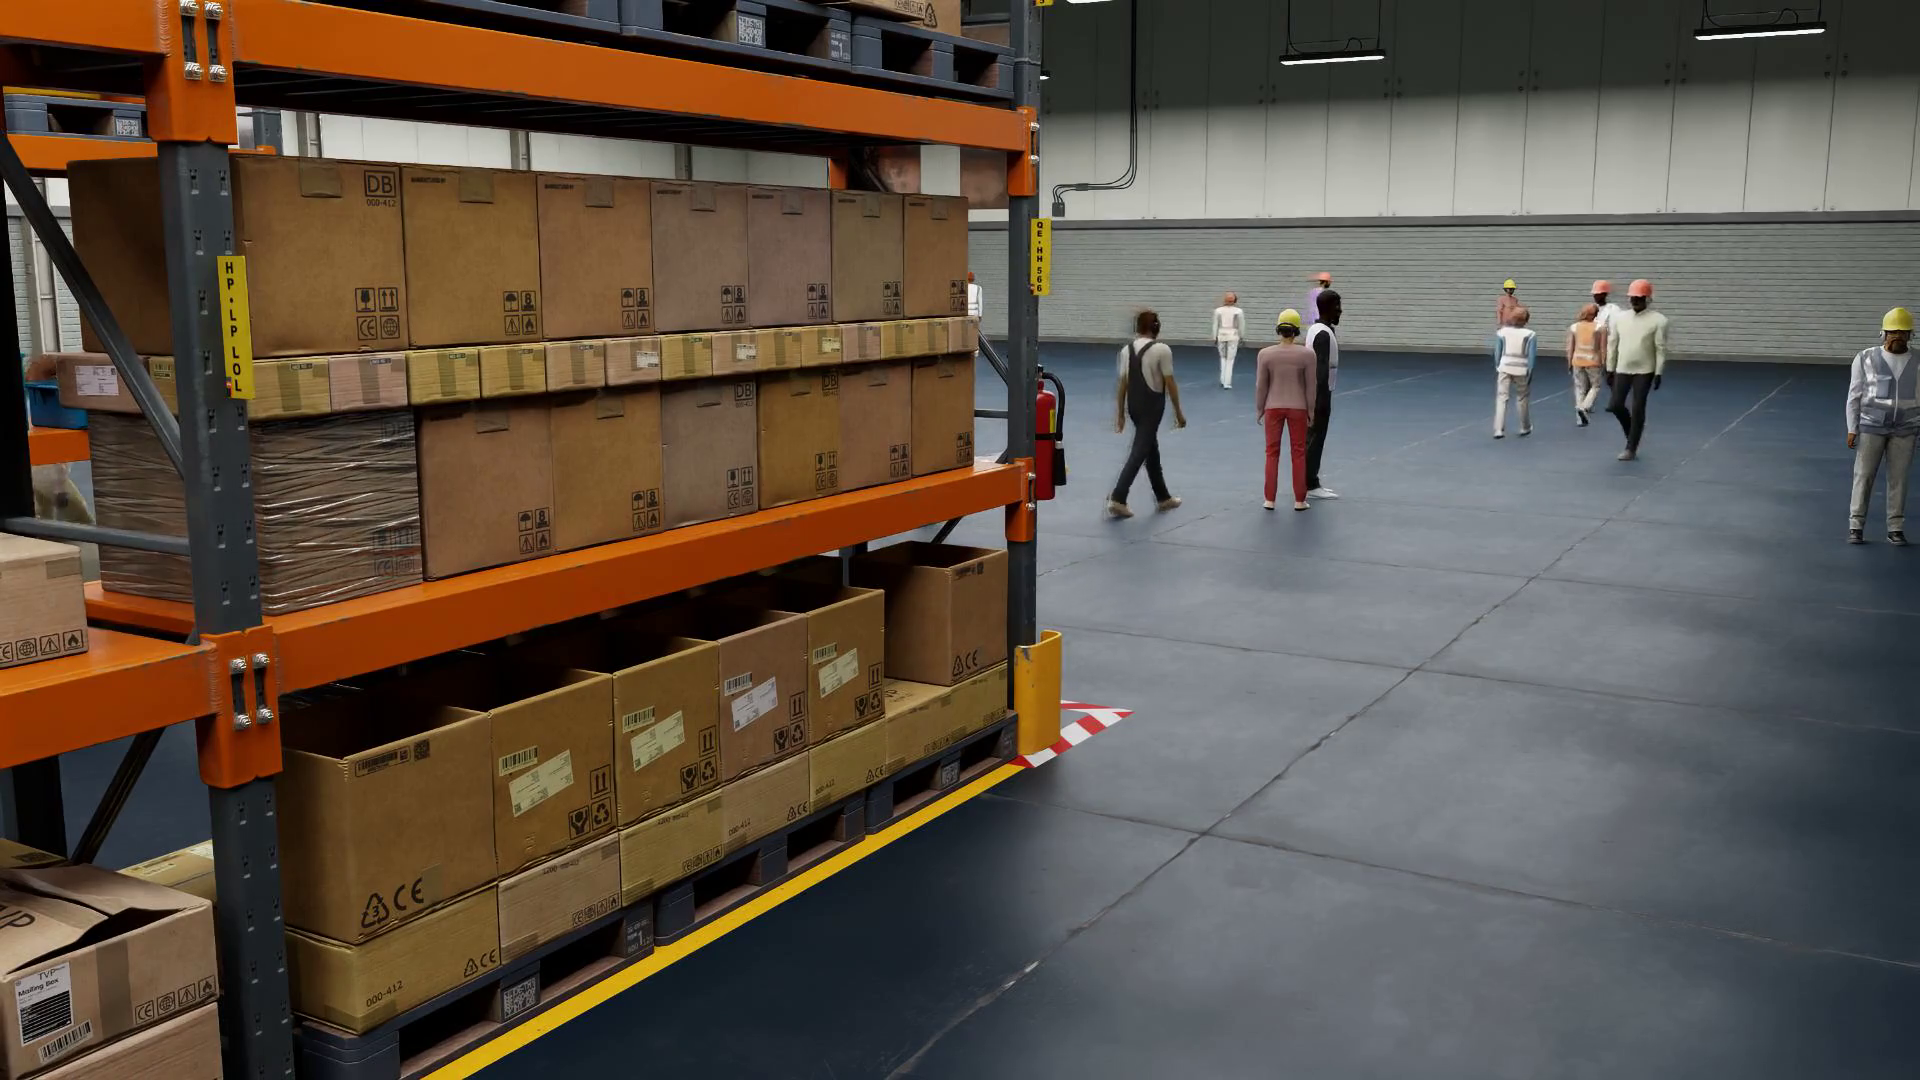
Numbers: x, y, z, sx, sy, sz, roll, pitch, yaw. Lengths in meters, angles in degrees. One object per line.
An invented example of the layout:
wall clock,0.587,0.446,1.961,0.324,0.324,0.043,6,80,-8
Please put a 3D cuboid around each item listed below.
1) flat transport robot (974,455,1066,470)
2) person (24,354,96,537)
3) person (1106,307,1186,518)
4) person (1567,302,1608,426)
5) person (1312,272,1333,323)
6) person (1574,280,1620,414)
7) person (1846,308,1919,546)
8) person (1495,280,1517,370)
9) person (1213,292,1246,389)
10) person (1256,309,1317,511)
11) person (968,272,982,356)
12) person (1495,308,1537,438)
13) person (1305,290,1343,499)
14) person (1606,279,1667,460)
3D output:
flat transport robot,0.357,-0.691,16.362,0.652,0.197,1.431,8,12,39
person,-5.624,-0.349,10.402,0.521,1.610,0.573,9,13,42
person,1.578,-1.099,14.323,1.000,1.800,0.522,-8,13,-40
person,8.171,-2.283,21.699,0.536,1.622,0.406,9,13,43
person,7.136,-4.373,33.114,0.652,1.915,0.568,0,10,3
person,9.137,-2.743,23.636,0.938,1.904,0.557,-8,13,-39
person,7.163,-0.868,12.831,0.593,1.833,0.404,3,10,18
person,10.741,-4.218,32.637,0.530,1.768,0.312,-6,11,-31
person,4.563,-3.354,27.992,0.548,1.614,0.685,5,11,27
person,2.858,-1.135,14.589,0.525,1.769,0.327,3,10,17
person,0.216,-5.010,36.935,0.577,1.882,0.349,-3,10,-18
person,6.840,-2.055,20.480,0.519,1.592,0.855,7,12,34
person,3.318,-1.346,15.382,0.372,1.916,0.597,1,10,7
person,7.413,-1.865,18.224,0.638,1.981,0.508,9,13,42
